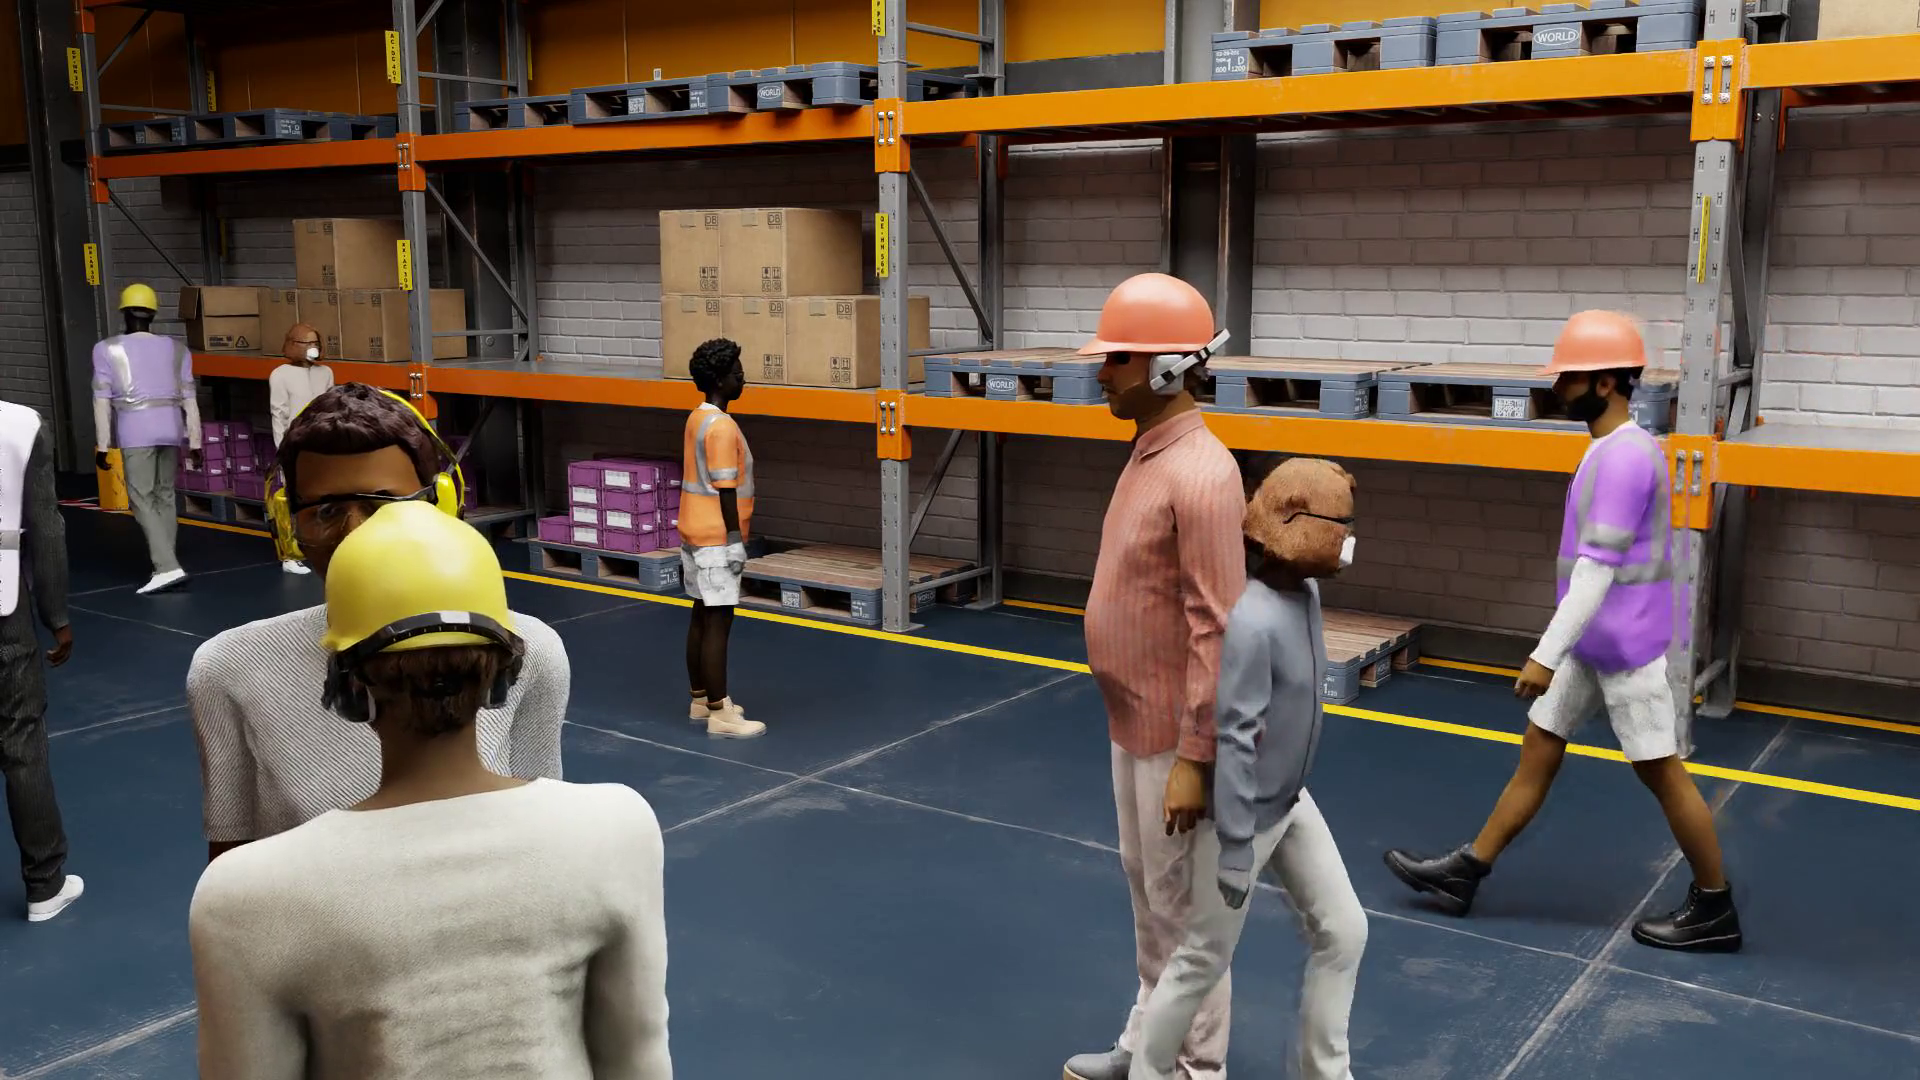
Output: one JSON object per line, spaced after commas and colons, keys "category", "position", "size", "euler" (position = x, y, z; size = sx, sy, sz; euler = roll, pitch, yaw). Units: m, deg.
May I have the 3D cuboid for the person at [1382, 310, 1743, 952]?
{"category": "person", "position": [1.841, 0.277, 4.888], "size": [1.048, 1.874, 0.545], "euler": [2, 10, 14]}

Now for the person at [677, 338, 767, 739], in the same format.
{"category": "person", "position": [-1.036, -0.008, 7.107], "size": [0.322, 1.697, 0.533], "euler": [-4, 10, -21]}

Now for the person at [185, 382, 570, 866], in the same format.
{"category": "person", "position": [-0.761, 0.719, 2.269], "size": [0.518, 1.872, 0.326], "euler": [-3, 10, -19]}

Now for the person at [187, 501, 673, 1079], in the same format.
{"category": "person", "position": [-0.588, 0.832, 1.933], "size": [0.526, 1.760, 0.341], "euler": [-5, 11, -29]}

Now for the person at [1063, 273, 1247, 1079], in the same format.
{"category": "person", "position": [0.446, 0.403, 3.774], "size": [0.388, 1.992, 0.625], "euler": [-1, 10, -7]}

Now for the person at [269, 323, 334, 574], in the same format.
{"category": "person", "position": [-4.255, -0.595, 10.828], "size": [0.284, 1.625, 0.493], "euler": [5, 11, 26]}

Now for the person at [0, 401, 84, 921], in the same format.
{"category": "person", "position": [-3.000, 0.237, 5.000], "size": [0.587, 1.917, 0.395], "euler": [-4, 10, -21]}

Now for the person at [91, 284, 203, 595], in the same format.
{"category": "person", "position": [-4.958, -0.627, 10.256], "size": [0.719, 1.890, 0.606], "euler": [8, 12, 38]}

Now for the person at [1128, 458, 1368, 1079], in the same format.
{"category": "person", "position": [0.725, 0.620, 3.673], "size": [0.744, 1.596, 0.554], "euler": [5, 11, 28]}
